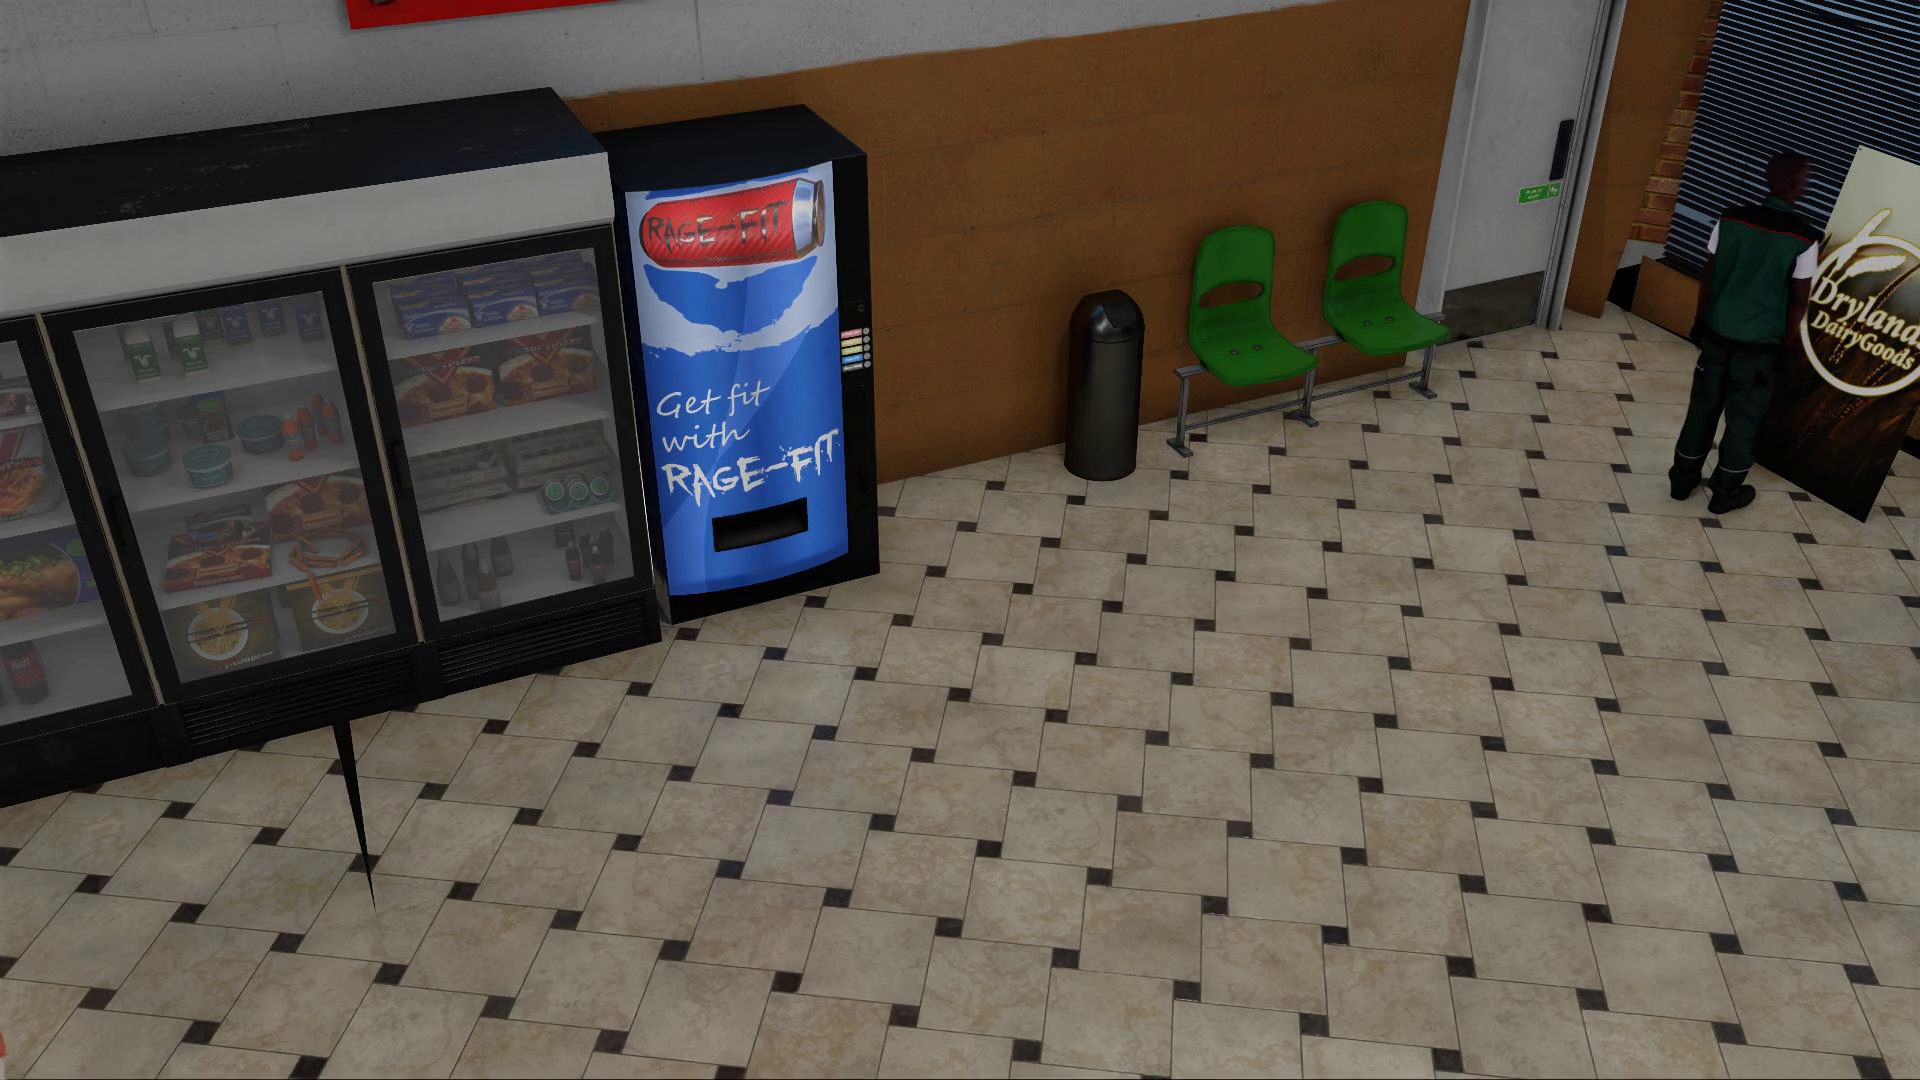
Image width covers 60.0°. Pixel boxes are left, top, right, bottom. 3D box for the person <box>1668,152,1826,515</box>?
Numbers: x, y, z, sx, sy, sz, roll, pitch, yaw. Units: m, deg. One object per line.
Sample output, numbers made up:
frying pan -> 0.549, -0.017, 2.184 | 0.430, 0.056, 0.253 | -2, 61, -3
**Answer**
person -> 3.858, -1.003, 8.180 | 0.804, 1.838, 0.643 | -24, 39, -34
